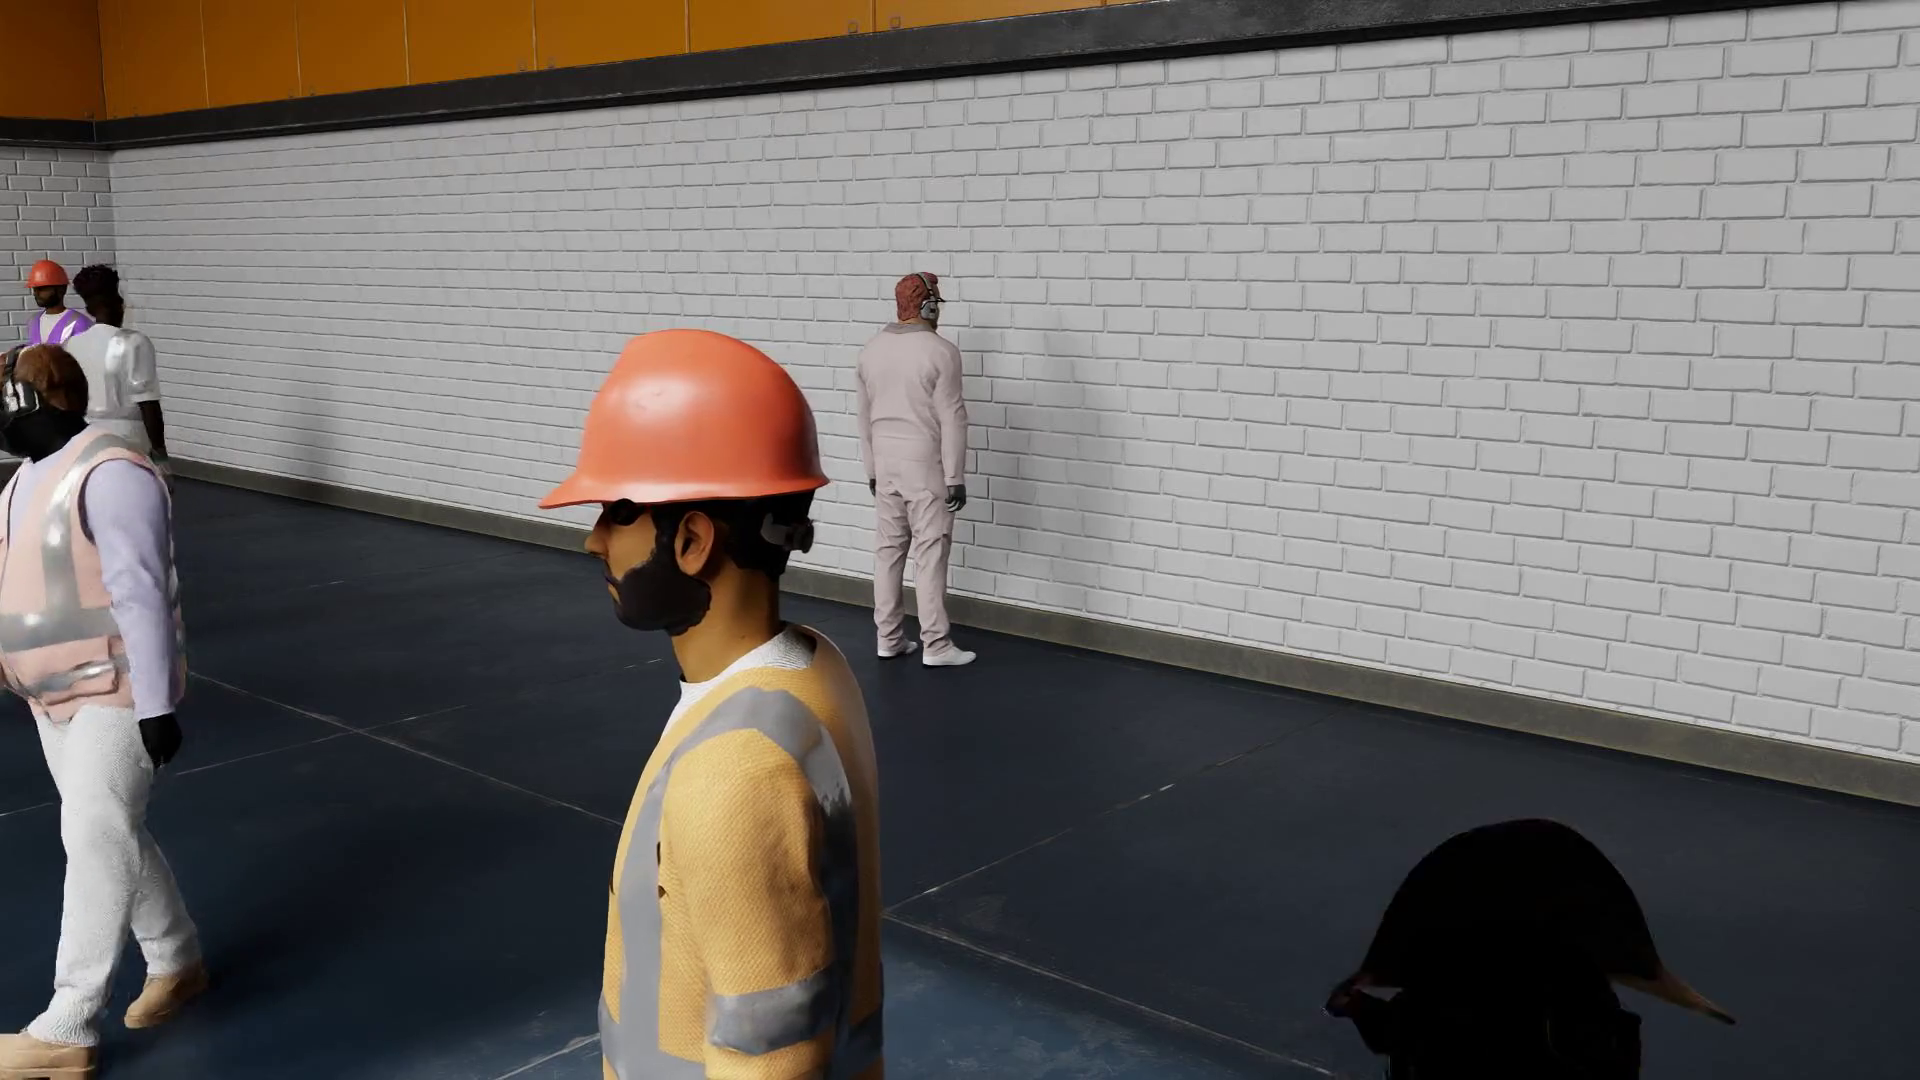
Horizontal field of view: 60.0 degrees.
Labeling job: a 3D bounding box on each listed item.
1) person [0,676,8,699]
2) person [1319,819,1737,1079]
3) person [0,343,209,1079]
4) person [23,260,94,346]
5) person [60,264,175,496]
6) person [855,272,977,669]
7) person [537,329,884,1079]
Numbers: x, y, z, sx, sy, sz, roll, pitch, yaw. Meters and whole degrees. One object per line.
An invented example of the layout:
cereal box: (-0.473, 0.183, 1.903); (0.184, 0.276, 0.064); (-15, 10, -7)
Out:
person: (-4.427, -0.163, 6.812); (0.760, 2.006, 0.649); (-10, 14, -44)
person: (0.256, 0.992, 1.031); (0.888, 1.725, 0.539); (-3, 11, -18)
person: (-2.240, 0.411, 4.180); (0.682, 1.802, 0.623); (7, 12, 36)
person: (-6.209, -0.950, 11.482); (0.545, 1.938, 0.360); (3, 10, 15)
person: (-4.297, -0.410, 8.491); (0.632, 1.950, 0.372); (5, 11, 26)
person: (-0.201, -0.337, 8.082); (0.642, 1.909, 0.399); (9, 13, 40)
person: (-0.264, 0.737, 1.877); (0.361, 1.935, 0.553); (0, 10, -2)
